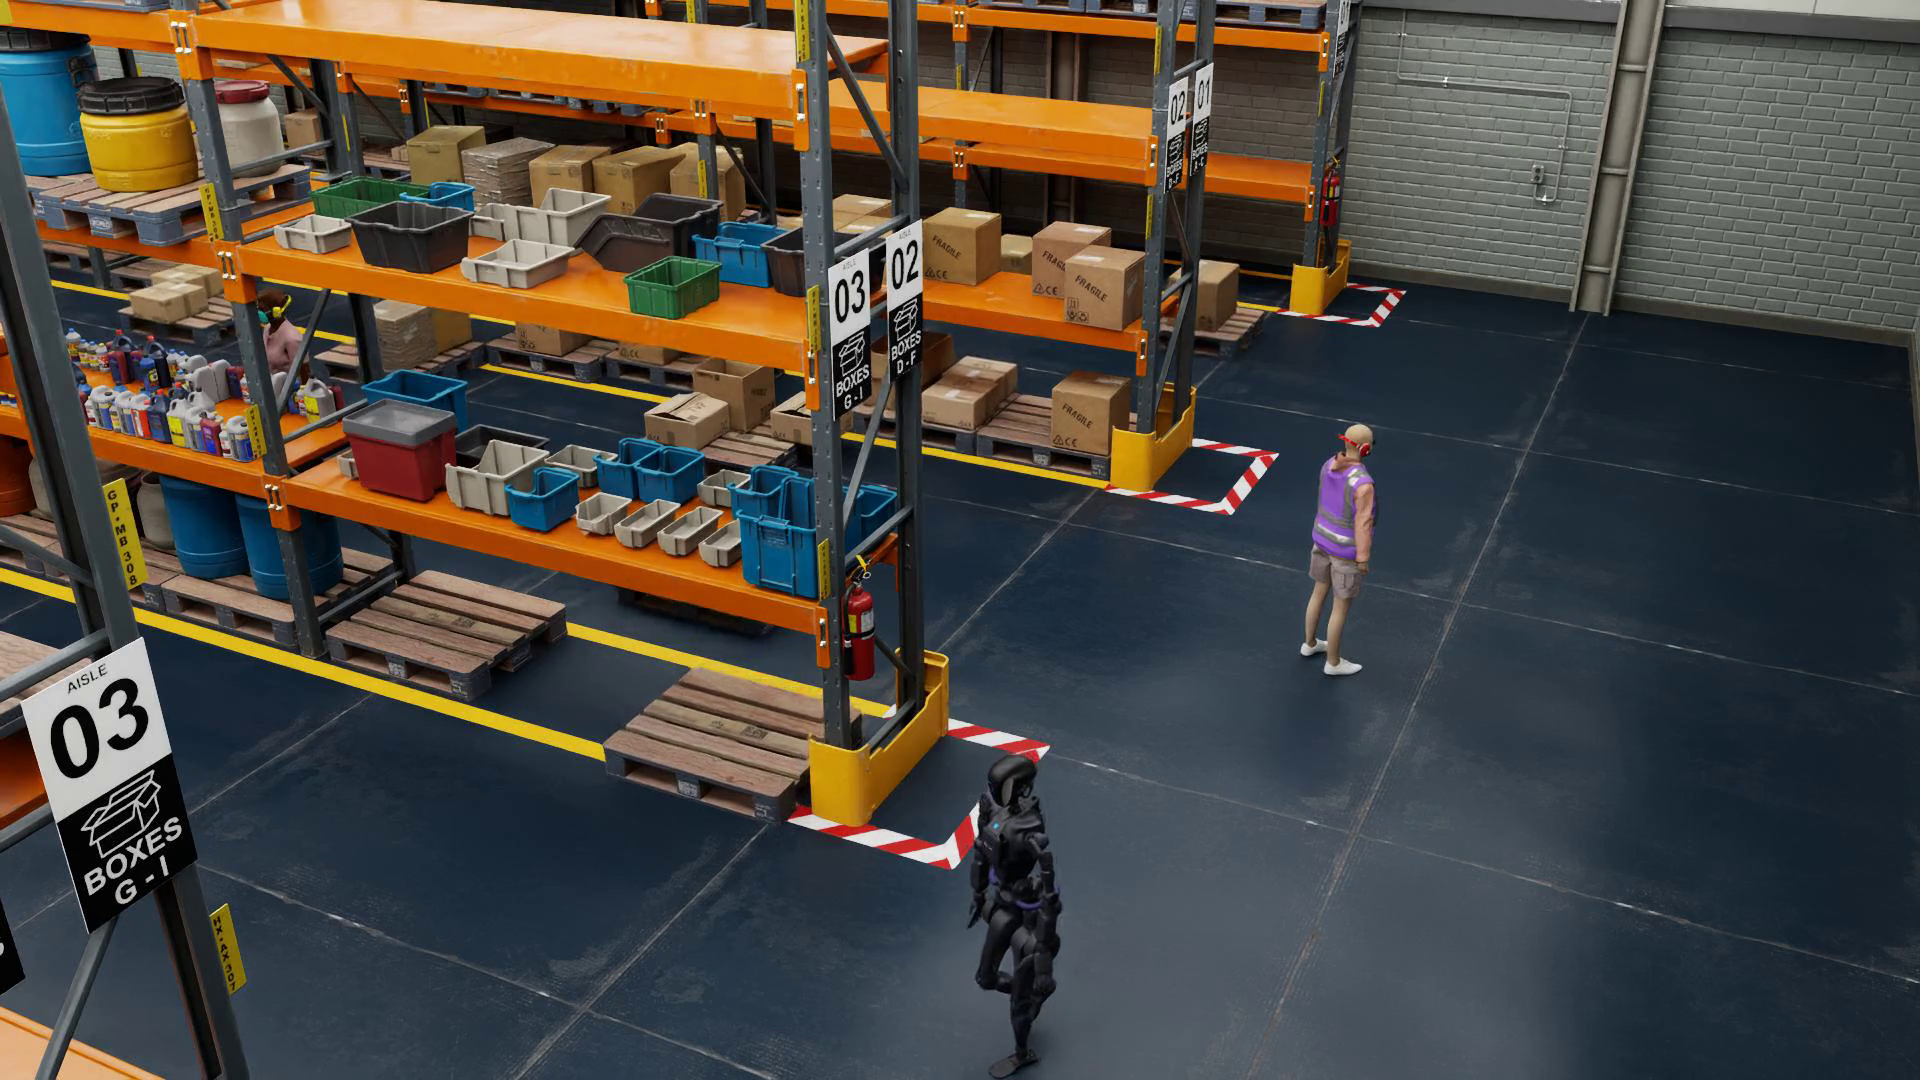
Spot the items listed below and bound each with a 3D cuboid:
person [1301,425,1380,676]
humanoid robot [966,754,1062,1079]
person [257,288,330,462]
[{"bbox_3d":[2.425,0.058,10.587,0.348,1.688,0.490,-11,28,-21],"label":"person"},{"bbox_3d":[0.310,1.654,7.372,0.429,1.648,0.601,-16,31,-30],"label":"humanoid robot"},{"bbox_3d":[-5.107,-1.060,12.722,0.537,1.800,0.330,21,33,36],"label":"person"}]
